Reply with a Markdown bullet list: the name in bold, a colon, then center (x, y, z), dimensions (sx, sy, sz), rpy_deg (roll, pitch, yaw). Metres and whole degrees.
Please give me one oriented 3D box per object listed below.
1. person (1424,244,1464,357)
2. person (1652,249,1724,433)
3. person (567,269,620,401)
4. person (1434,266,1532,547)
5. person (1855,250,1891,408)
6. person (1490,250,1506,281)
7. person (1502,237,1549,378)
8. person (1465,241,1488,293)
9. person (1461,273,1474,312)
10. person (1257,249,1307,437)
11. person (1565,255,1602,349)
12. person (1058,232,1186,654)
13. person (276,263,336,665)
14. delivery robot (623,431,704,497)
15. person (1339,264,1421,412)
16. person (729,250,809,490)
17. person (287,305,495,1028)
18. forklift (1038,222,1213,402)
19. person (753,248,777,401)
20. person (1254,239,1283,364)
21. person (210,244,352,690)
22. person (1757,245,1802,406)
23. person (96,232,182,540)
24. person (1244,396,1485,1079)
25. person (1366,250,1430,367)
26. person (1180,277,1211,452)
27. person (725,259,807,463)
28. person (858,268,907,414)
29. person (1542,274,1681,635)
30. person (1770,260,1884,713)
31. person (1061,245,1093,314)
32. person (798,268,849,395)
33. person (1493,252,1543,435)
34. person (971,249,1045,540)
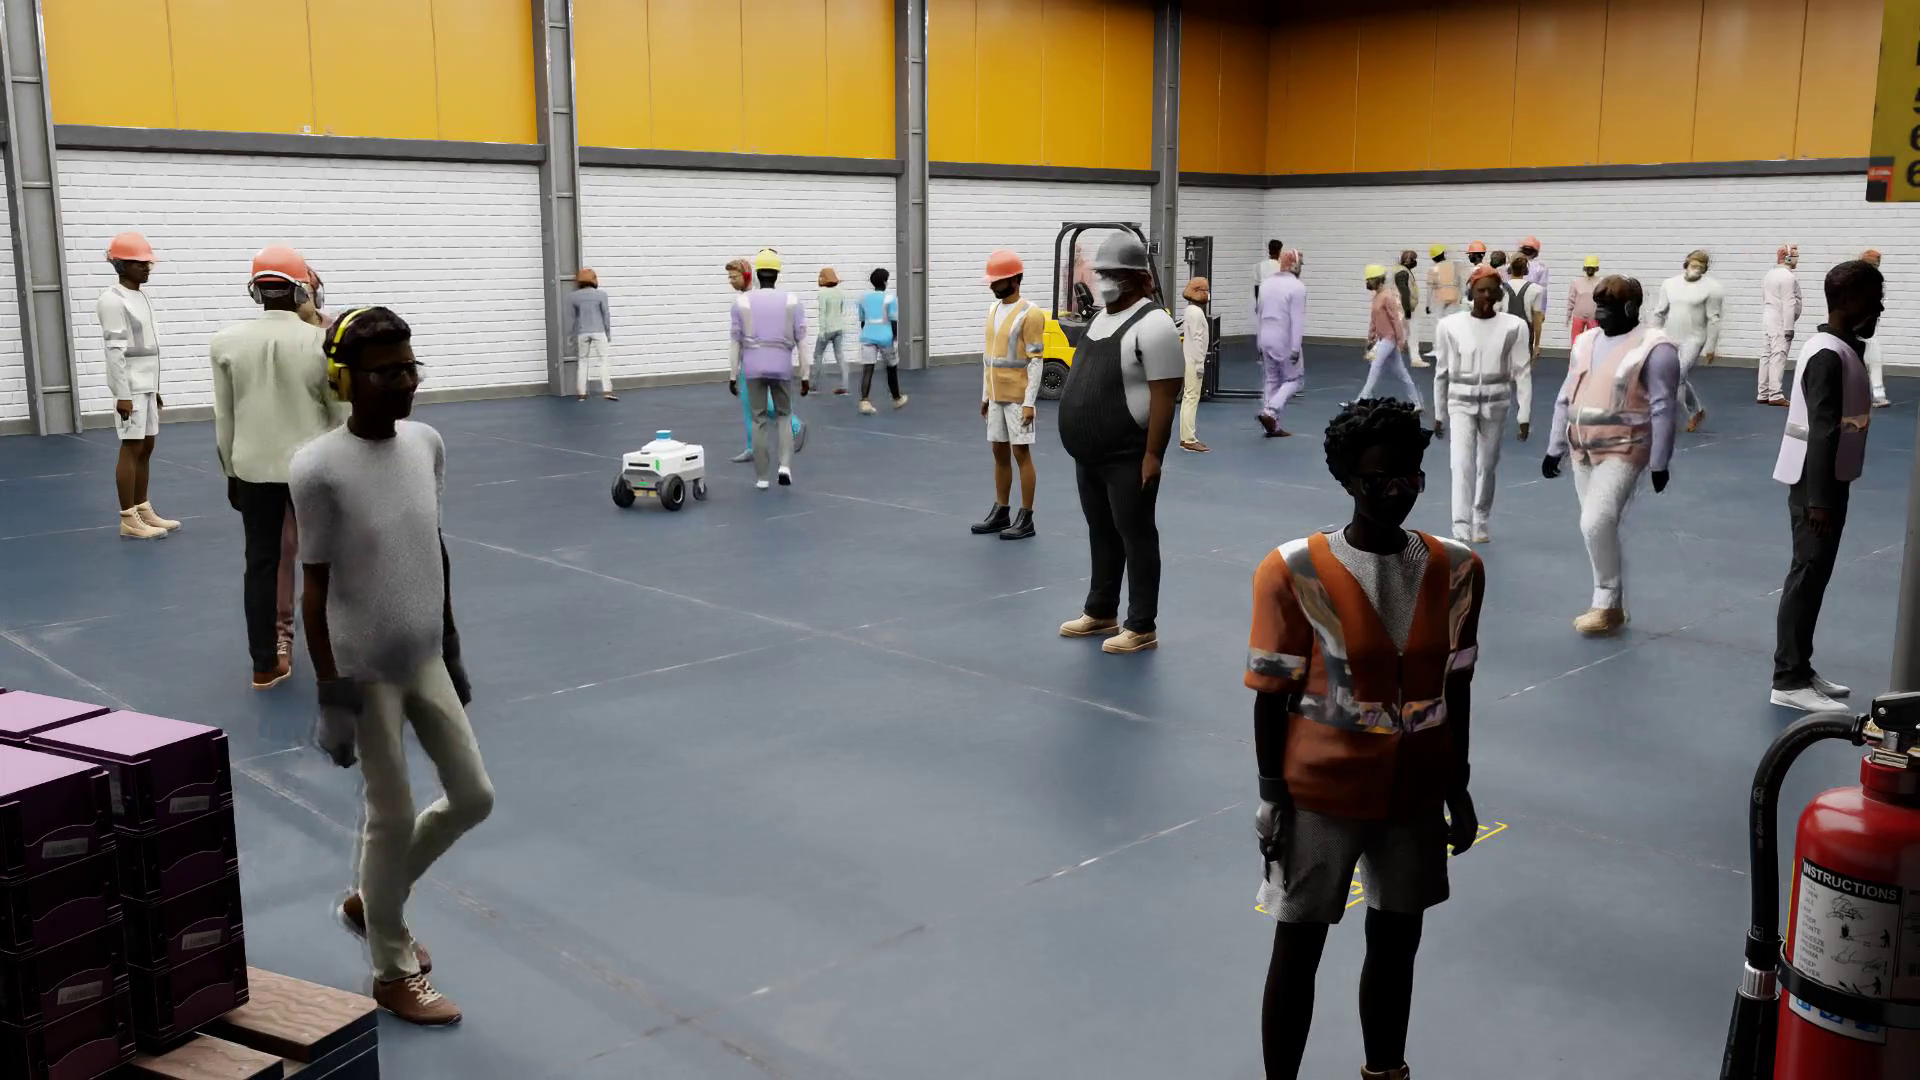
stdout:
- **person**: center (8.099, -3.977, 27.706), dimensions (0.710, 1.876, 0.379), rpy_deg (-1, 10, -6)
- **person**: center (7.351, -1.976, 16.742), dimensions (0.919, 1.897, 0.653), rpy_deg (-7, 12, -33)
- **person**: center (-4.479, -2.490, 20.282), dimensions (0.694, 1.614, 0.457), rpy_deg (2, 11, 9)
- **person**: center (3.344, -0.833, 10.681), dimensions (0.597, 1.834, 1.003), rpy_deg (3, 11, 14)
- **person**: center (10.639, -2.473, 19.566), dimensions (0.560, 1.839, 0.929), rpy_deg (-1, 10, -3)
- **person**: center (8.272, -3.500, 25.309), dimensions (0.607, 1.808, 0.891), rpy_deg (-9, 14, -40)
- **person**: center (8.008, -3.286, 23.630), dimensions (0.629, 2.005, 0.735), rpy_deg (3, 11, 18)
- **person**: center (7.601, -3.434, 24.552), dimensions (0.374, 1.935, 0.552), rpy_deg (5, 12, 26)
- **person**: center (5.787, -2.176, 18.541), dimensions (0.515, 1.630, 0.321), rpy_deg (-4, 11, -18)
- **person**: center (3.176, -1.938, 16.523), dimensions (0.504, 1.889, 0.670), rpy_deg (-6, 12, -29)
- **person**: center (8.609, -3.032, 22.862), dimensions (0.561, 1.735, 0.795), rpy_deg (5, 12, 27)
- **person**: center (0.740, -0.474, 8.130), dimensions (0.539, 2.000, 0.688), rpy_deg (-5, 12, -27)
- **person**: center (-3.084, -0.357, 7.876), dimensions (0.642, 1.902, 0.399), rpy_deg (-7, 12, -33)
- **delivery robot**: center (-2.223, -0.578, 12.497), dimensions (0.477, 0.478, 0.707), rpy_deg (4, 11, 21)
- **person**: center (4.797, -2.253, 18.788), dimensions (0.975, 1.684, 0.531), rpy_deg (0, 10, 2)
- **person**: center (-1.528, -1.350, 13.280), dimensions (0.623, 1.907, 0.446), rpy_deg (-2, 11, -12)
- **person**: center (-1.439, 0.333, 4.246), dimensions (0.414, 1.853, 0.546), rpy_deg (5, 11, 25)
- **forklift**: center (1.935, -2.847, 20.651), dimensions (2.313, 2.155, 1.214), rpy_deg (2, 11, 13)
- **person**: center (-2.174, -2.367, 18.920), dimensions (0.329, 1.872, 0.511), rpy_deg (-6, 12, -31)
- **person**: center (4.948, -3.745, 26.240), dimensions (0.625, 1.957, 0.572), rpy_deg (7, 12, 32)
- **person**: center (-2.993, -0.316, 7.439), dimensions (0.608, 1.987, 0.412), rpy_deg (-1, 10, -8)
- **person**: center (9.793, -2.551, 19.816), dimensions (0.406, 1.911, 0.636), rpy_deg (1, 10, 4)
- **person**: center (-5.485, -1.025, 11.138), dimensions (0.389, 2.038, 0.614), rpy_deg (-1, 10, -7)
- **person**: center (0.856, 0.540, 3.537), dimensions (0.536, 1.697, 0.318), rpy_deg (-2, 11, -13)
- **person**: center (6.774, -3.567, 25.665), dimensions (0.932, 1.805, 0.626), rpy_deg (5, 11, 25)
- **person**: center (2.220, -1.653, 15.671), dimensions (0.289, 1.633, 0.499), rpy_deg (0, 10, 0)
- **person**: center (-1.763, -1.600, 14.881), dimensions (0.636, 1.812, 0.631), rpy_deg (-6, 12, -31)
- **person**: center (-0.915, -2.278, 19.021), dimensions (0.539, 1.638, 0.908), rpy_deg (4, 11, 23)
- **person**: center (3.243, -0.427, 8.454), dimensions (0.544, 1.824, 0.646), rpy_deg (-4, 11, -19)
- **person**: center (3.698, -0.230, 7.136), dimensions (0.377, 1.916, 0.600), rpy_deg (6, 12, 30)
- **person**: center (1.808, -3.809, 26.786), dimensions (0.976, 1.855, 0.660), rpy_deg (-10, 14, -43)
- **person**: center (-1.731, -2.651, 21.193), dimensions (0.770, 1.603, 0.521), rpy_deg (7, 13, 35)
- **person**: center (5.646, -1.990, 16.930), dimensions (0.506, 1.847, 0.345), rpy_deg (3, 11, 18)
- **person**: center (0.315, -0.965, 11.114), dimensions (0.374, 1.928, 0.542), rpy_deg (-8, 13, -36)
